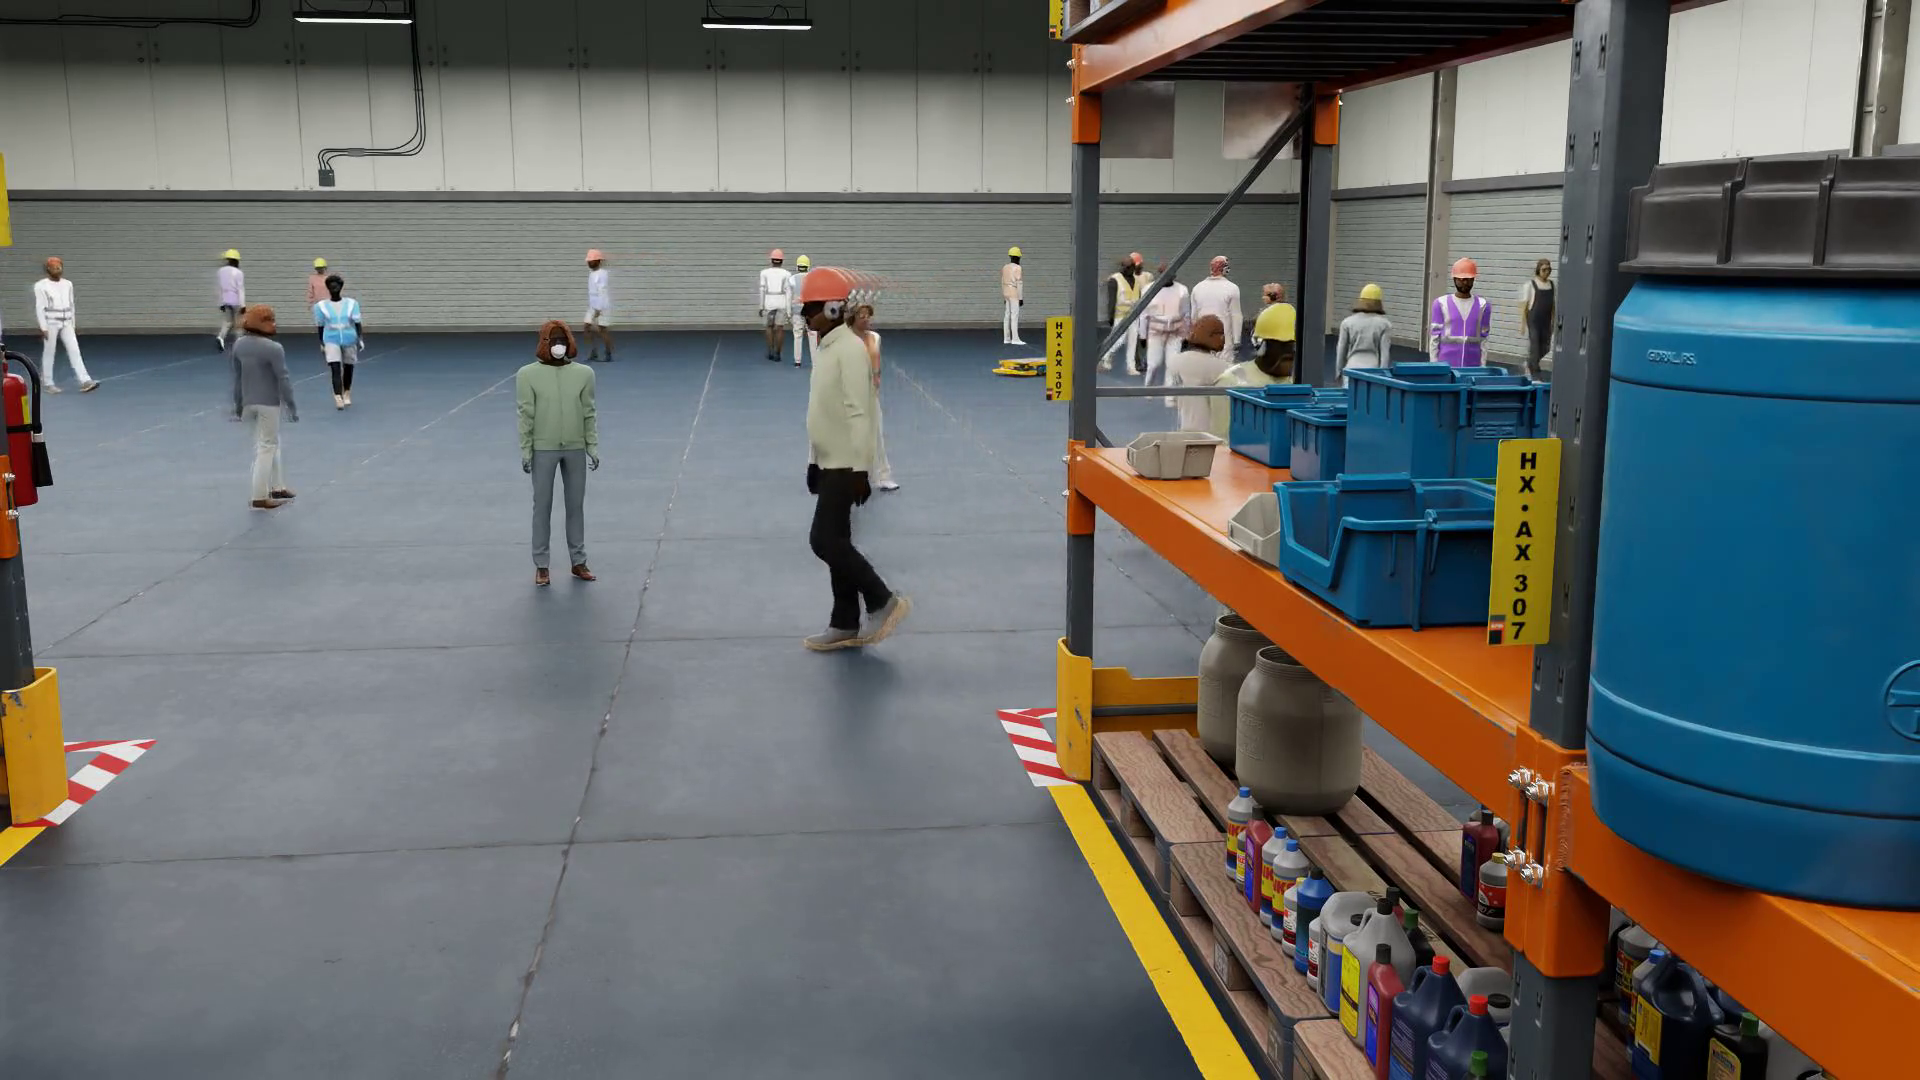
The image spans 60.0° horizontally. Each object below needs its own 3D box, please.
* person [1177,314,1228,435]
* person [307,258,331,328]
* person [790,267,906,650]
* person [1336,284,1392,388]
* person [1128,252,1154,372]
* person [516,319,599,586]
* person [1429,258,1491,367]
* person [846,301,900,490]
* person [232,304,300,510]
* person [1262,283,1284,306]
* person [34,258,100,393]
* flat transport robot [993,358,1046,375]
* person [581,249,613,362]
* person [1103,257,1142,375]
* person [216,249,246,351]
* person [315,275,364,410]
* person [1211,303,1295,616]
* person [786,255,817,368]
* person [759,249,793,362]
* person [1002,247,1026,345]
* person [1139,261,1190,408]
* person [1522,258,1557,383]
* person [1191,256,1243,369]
[{"bbox_3d":[1.613,-0.744,11.423,0.622,1.610,0.505,-7,12,-34],"label":"person"},{"bbox_3d":[-12.099,-4.492,31.638,0.529,1.746,0.657,0,10,1],"label":"person"},{"bbox_3d":[-0.626,-0.400,8.520,0.461,1.979,0.653,-4,11,-19],"label":"person"},{"bbox_3d":[3.821,-1.578,15.778,0.508,1.690,0.943,3,11,16],"label":"person"},{"bbox_3d":[2.801,-3.582,26.242,0.577,1.880,0.643,-1,10,-3],"label":"person"},{"bbox_3d":[-2.473,-0.543,10.265,0.499,1.633,0.286,-6,12,-30],"label":"person"},{"bbox_3d":[4.605,-1.621,15.343,0.544,1.939,0.354,0,10,2],"label":"person"},{"bbox_3d":[-0.872,-1.229,14.144,0.536,1.592,0.876,-8,13,-39],"label":"person"},{"bbox_3d":[-5.432,-1.058,13.161,0.520,1.606,0.670,5,12,26],"label":"person"},{"bbox_3d":[3.384,-1.944,17.955,0.313,1.634,0.516,2,11,10],"label":"person"},{"bbox_3d":[-12.209,-2.901,22.622,0.970,1.836,0.615,5,11,26],"label":"person"},{"bbox_3d":[1.237,-2.717,25.920,1.431,0.197,0.652,-10,14,-44],"label":"flat transport robot"},{"bbox_3d":[-6.210,-3.957,28.230,0.662,1.913,0.549,-9,14,-42],"label":"person"},{"bbox_3d":[2.535,-3.463,25.734,0.631,1.828,0.572,-6,12,-32],"label":"person"},{"bbox_3d":[-13.297,-4.343,30.323,0.597,1.912,0.571,4,11,21],"label":"person"},{"bbox_3d":[-7.757,-2.479,20.799,0.529,1.661,0.841,-5,11,-26],"label":"person"},{"bbox_3d":[1.495,-0.241,8.092,0.611,1.816,0.421,-6,12,-28],"label":"person"},{"bbox_3d":[-2.530,-3.702,27.033,0.588,1.835,0.403,-1,10,-3],"label":"person"},{"bbox_3d":[-3.140,-4.032,28.598,0.586,1.917,0.623,1,10,4],"label":"person"},{"bbox_3d":[1.063,-4.838,33.004,0.377,1.929,0.585,-7,12,-32],"label":"person"},{"bbox_3d":[2.561,-2.577,20.888,0.632,1.830,0.608,-1,10,-4],"label":"person"},{"bbox_3d":[8.264,-3.118,23.848,0.513,1.832,0.660,-2,11,-12],"label":"person"},{"bbox_3d":[3.018,-2.353,19.440,0.646,1.908,0.408,8,13,37],"label":"person"}]
